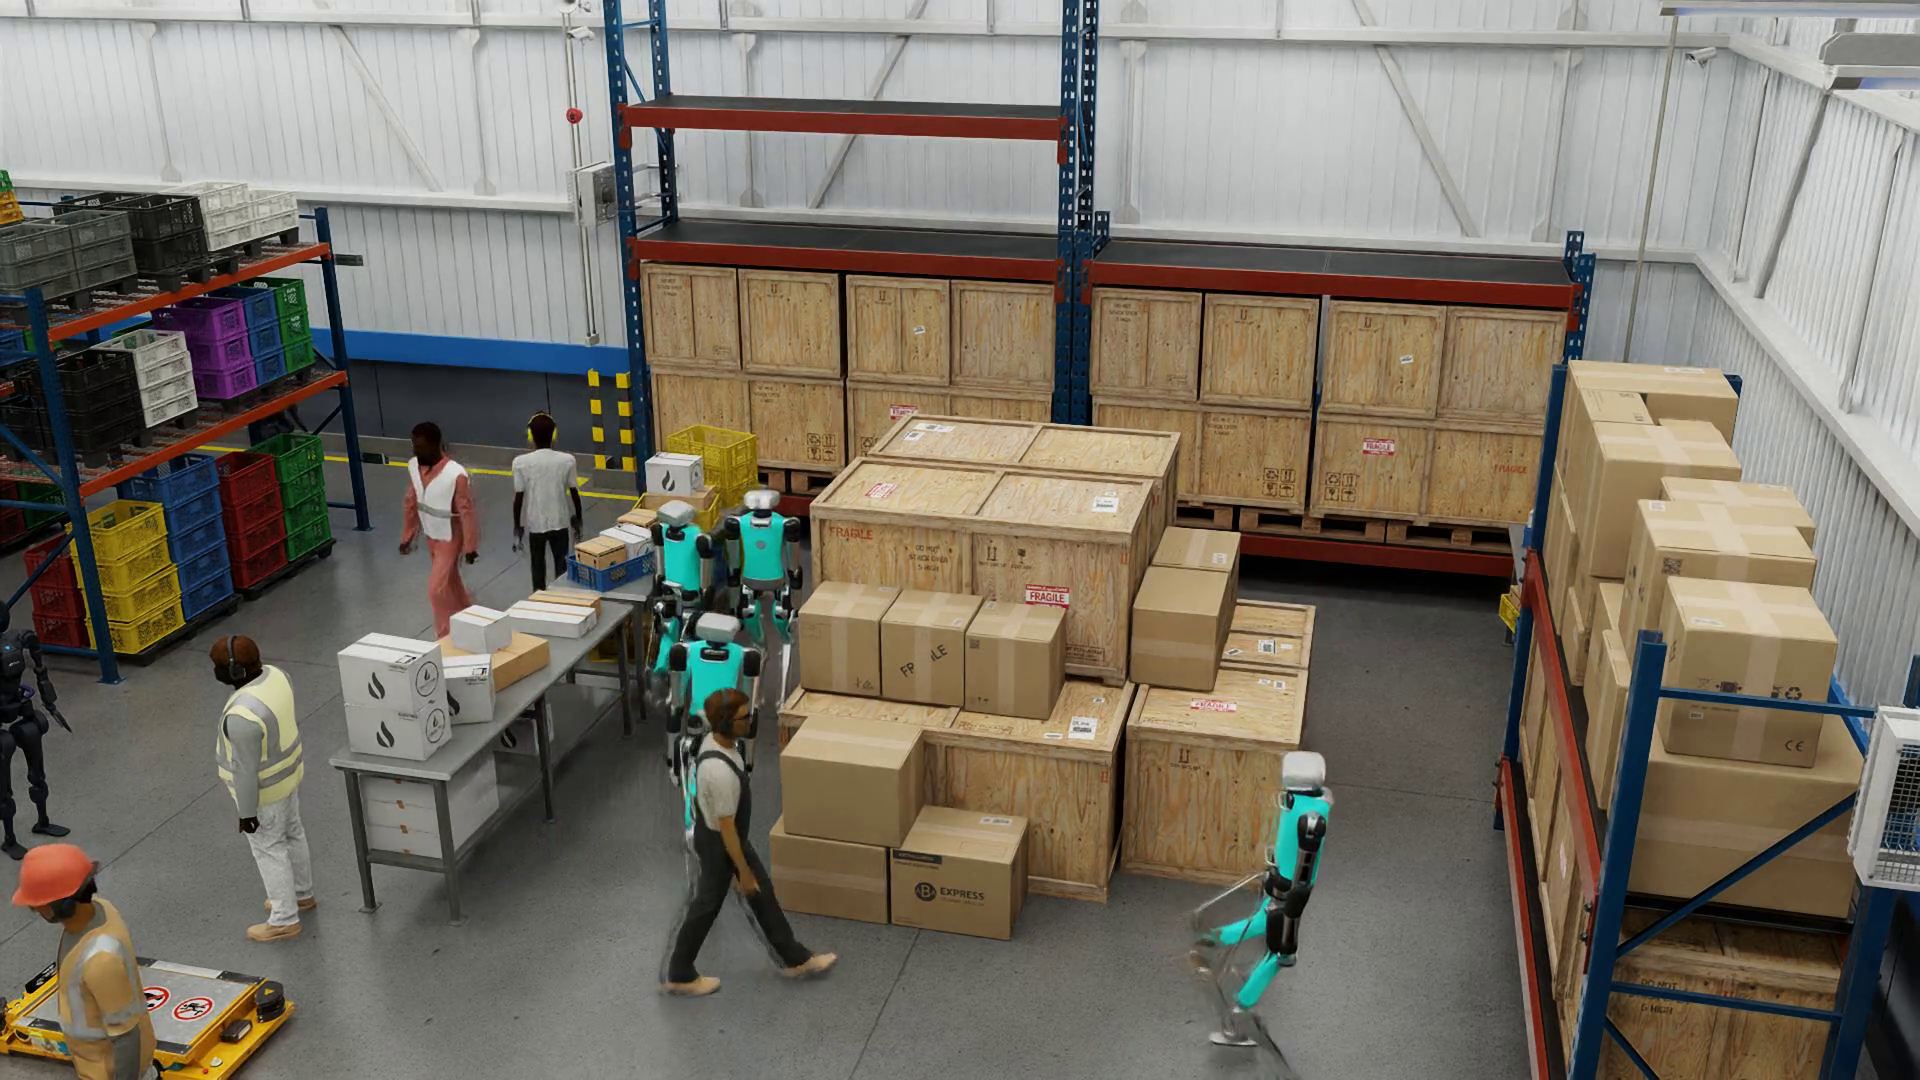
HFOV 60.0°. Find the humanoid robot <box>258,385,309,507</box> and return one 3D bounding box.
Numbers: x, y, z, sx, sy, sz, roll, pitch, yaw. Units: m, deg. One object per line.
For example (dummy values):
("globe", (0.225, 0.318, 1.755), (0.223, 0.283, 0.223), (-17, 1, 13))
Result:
("humanoid robot", (-6.698, -1.144, 16.123), (0.708, 1.652, 0.600), (8, 22, 21))

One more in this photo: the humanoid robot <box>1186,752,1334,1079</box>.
("humanoid robot", (1.414, 1.858, 8.167), (0.794, 1.805, 0.542), (2, 21, 5))

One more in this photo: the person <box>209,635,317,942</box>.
("person", (-3.887, 1.372, 9.275), (0.429, 1.834, 0.630), (-1, 21, -2))

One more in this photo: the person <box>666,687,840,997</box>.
("person", (-1.155, 1.602, 8.716), (0.955, 1.791, 0.525), (-2, 21, -4))

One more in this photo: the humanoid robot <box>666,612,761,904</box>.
("humanoid robot", (-1.427, 1.375, 9.463), (0.580, 1.755, 1.034), (0, 21, -1))

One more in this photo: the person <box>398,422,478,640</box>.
("person", (-4.035, 0.019, 12.728), (0.604, 1.892, 0.774), (16, 26, 36))

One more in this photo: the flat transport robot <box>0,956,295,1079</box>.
("flat transport robot", (-4.270, 2.464, 8.601), (1.431, 0.231, 0.659), (5, 22, 13))

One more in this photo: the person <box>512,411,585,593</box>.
("person", (-3.259, -0.113, 13.122), (0.573, 1.845, 0.813), (-7, 22, -19))

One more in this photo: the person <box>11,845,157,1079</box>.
("person", (-3.563, 2.159, 6.927), (0.394, 2.033, 0.612), (-14, 25, -31))

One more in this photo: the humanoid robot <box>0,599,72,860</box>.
("humanoid robot", (-5.766, 1.112, 10.140), (0.315, 1.659, 0.599), (10, 23, 24))

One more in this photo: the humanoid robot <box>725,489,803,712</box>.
("humanoid robot", (-1.350, 0.444, 11.859), (0.536, 1.826, 0.680), (1, 21, 2))

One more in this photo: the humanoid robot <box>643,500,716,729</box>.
("humanoid robot", (-2.036, 0.670, 11.313), (0.531, 1.810, 0.798), (14, 25, 33))
